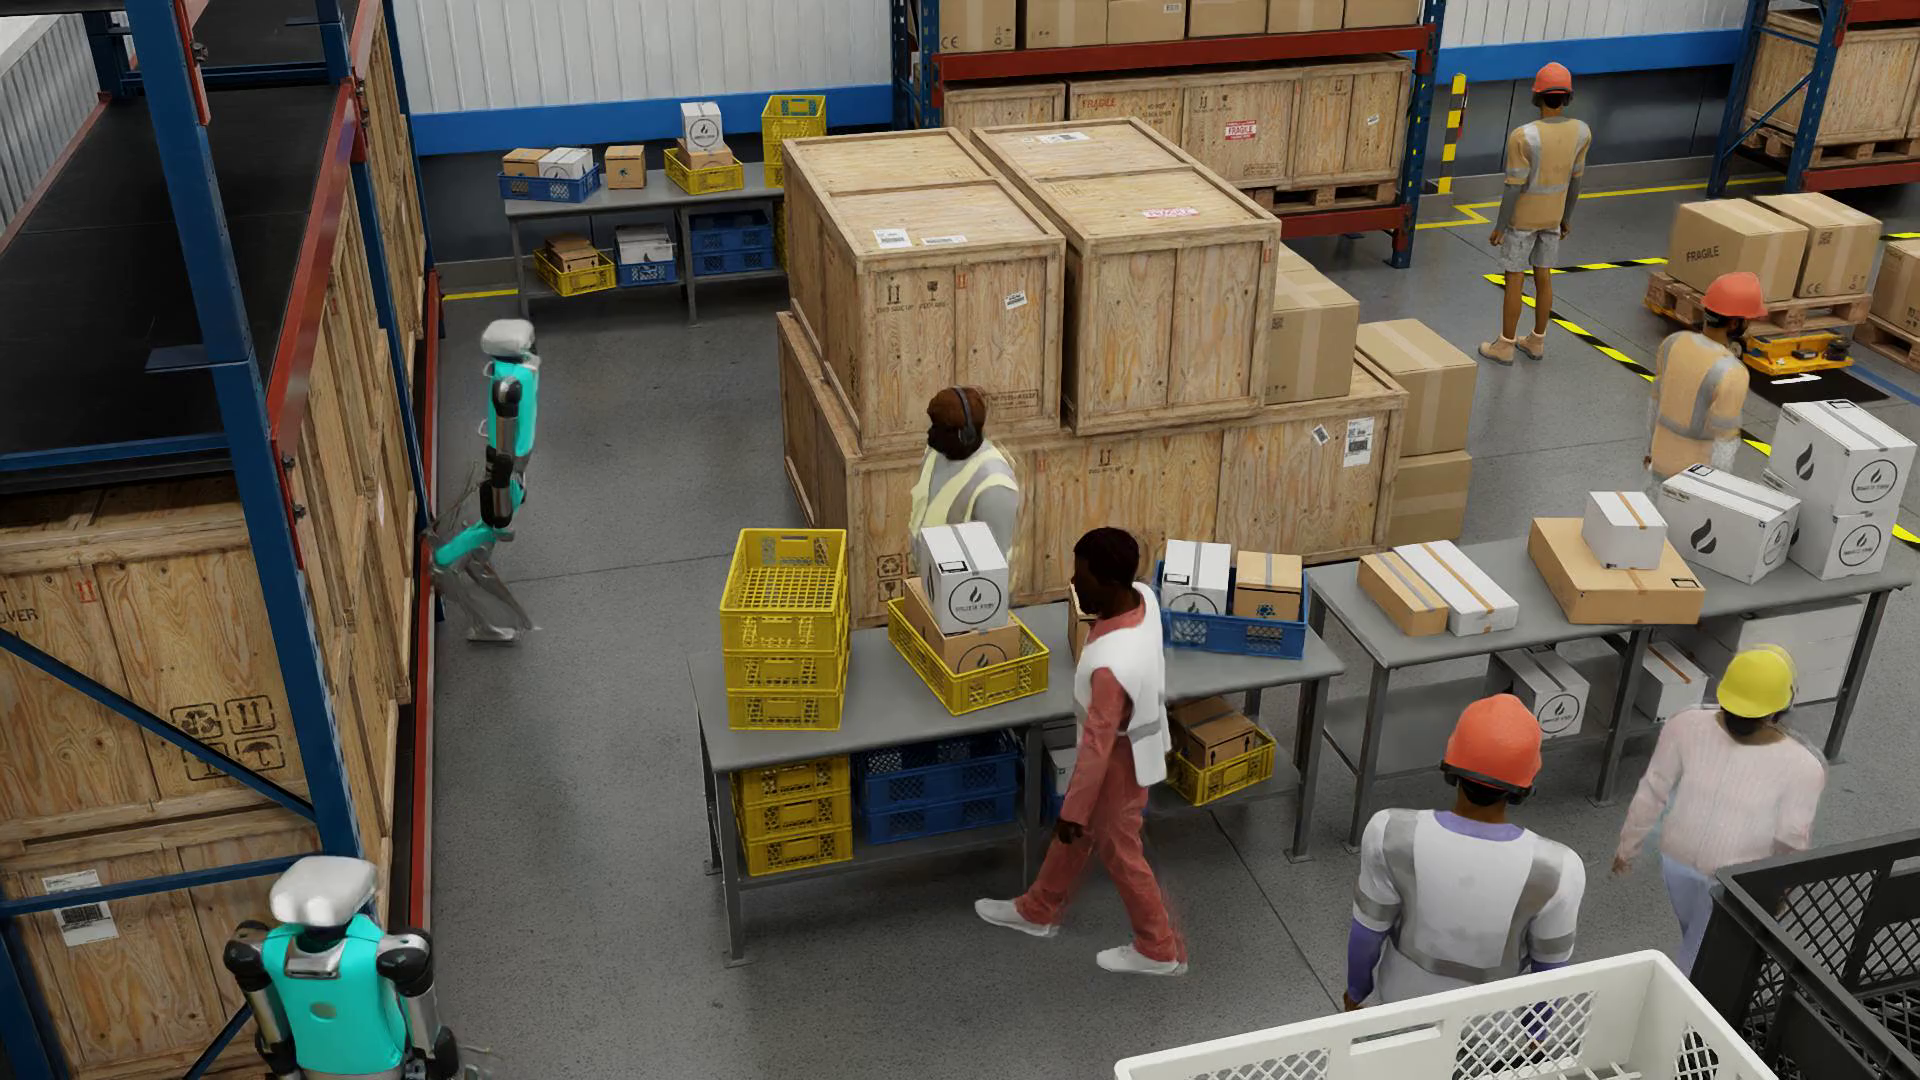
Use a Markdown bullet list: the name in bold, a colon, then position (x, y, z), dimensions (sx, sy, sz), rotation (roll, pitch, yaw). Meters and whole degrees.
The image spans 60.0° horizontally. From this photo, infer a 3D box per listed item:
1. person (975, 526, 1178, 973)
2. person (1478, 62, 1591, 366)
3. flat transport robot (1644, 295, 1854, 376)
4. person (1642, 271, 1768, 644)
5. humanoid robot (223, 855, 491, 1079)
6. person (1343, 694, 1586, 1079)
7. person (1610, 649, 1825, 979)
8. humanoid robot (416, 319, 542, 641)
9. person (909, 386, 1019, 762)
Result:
- **person**: position (0.460, 0.792, 6.003), dimensions (0.821, 1.879, 0.614), rotation (5, 29, 9)
- **person**: position (3.867, -2.187, 11.251), dimensions (0.613, 2.039, 0.384), rotation (-10, 30, -17)
- **flat transport robot**: position (5.630, -1.556, 11.911), dimensions (0.652, 0.197, 1.431), rotation (-7, 30, -13)
- **person**: position (3.544, -0.380, 8.085), dimensions (0.390, 1.939, 0.550), rotation (-9, 30, -16)
- **humanoid robot**: position (-1.637, 1.511, 4.885), dimensions (0.532, 1.803, 0.797), rotation (1, 29, 2)
- **person**: position (1.428, 1.328, 4.869), dimensions (0.604, 2.044, 0.374), rotation (10, 30, 17)
- **person**: position (2.537, 1.087, 5.640), dimensions (0.924, 1.710, 0.533), rotation (-25, 37, -37)
- **humanoid robot**: position (-2.329, -0.199, 7.974), dimensions (0.801, 1.789, 0.564), rotation (-2, 29, -4)
- **person**: position (0.037, 0.166, 7.198), dimensions (0.585, 1.824, 0.637), rotation (-14, 32, -24)
